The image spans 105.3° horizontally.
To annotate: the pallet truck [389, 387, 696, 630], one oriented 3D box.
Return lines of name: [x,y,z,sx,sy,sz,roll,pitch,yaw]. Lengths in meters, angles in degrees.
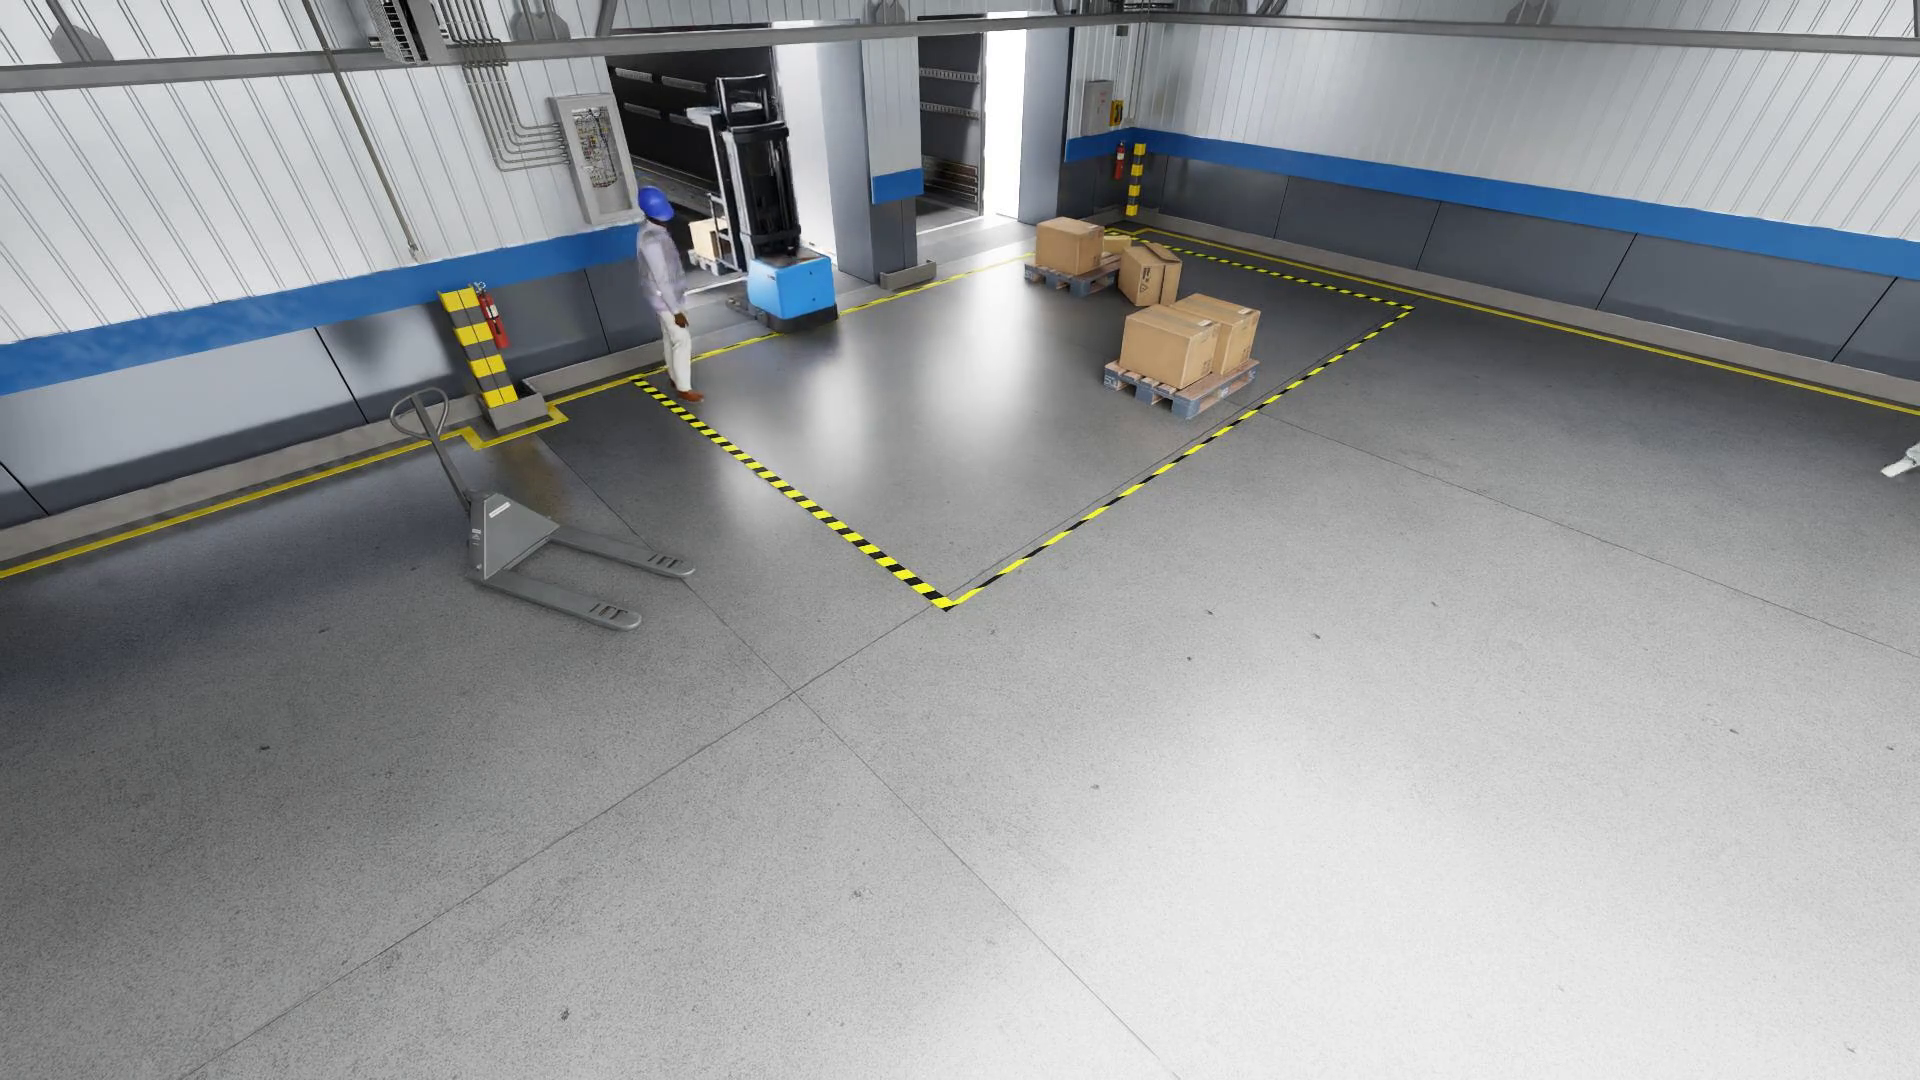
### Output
pallet truck: [-2.613,-0.247,4.593,1.601,1.201,0.680,14,40,17]

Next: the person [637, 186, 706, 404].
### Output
person: [-2.596,-2.166,6.548,0.396,1.901,0.778,-13,40,-16]

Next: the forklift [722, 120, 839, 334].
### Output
forklift: [-1.955,-3.368,7.975,0.716,2.013,0.776,-30,47,-33]

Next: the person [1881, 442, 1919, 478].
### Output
person: [7.727,-1.116,5.352,0.598,1.702,0.358,6,38,8]
